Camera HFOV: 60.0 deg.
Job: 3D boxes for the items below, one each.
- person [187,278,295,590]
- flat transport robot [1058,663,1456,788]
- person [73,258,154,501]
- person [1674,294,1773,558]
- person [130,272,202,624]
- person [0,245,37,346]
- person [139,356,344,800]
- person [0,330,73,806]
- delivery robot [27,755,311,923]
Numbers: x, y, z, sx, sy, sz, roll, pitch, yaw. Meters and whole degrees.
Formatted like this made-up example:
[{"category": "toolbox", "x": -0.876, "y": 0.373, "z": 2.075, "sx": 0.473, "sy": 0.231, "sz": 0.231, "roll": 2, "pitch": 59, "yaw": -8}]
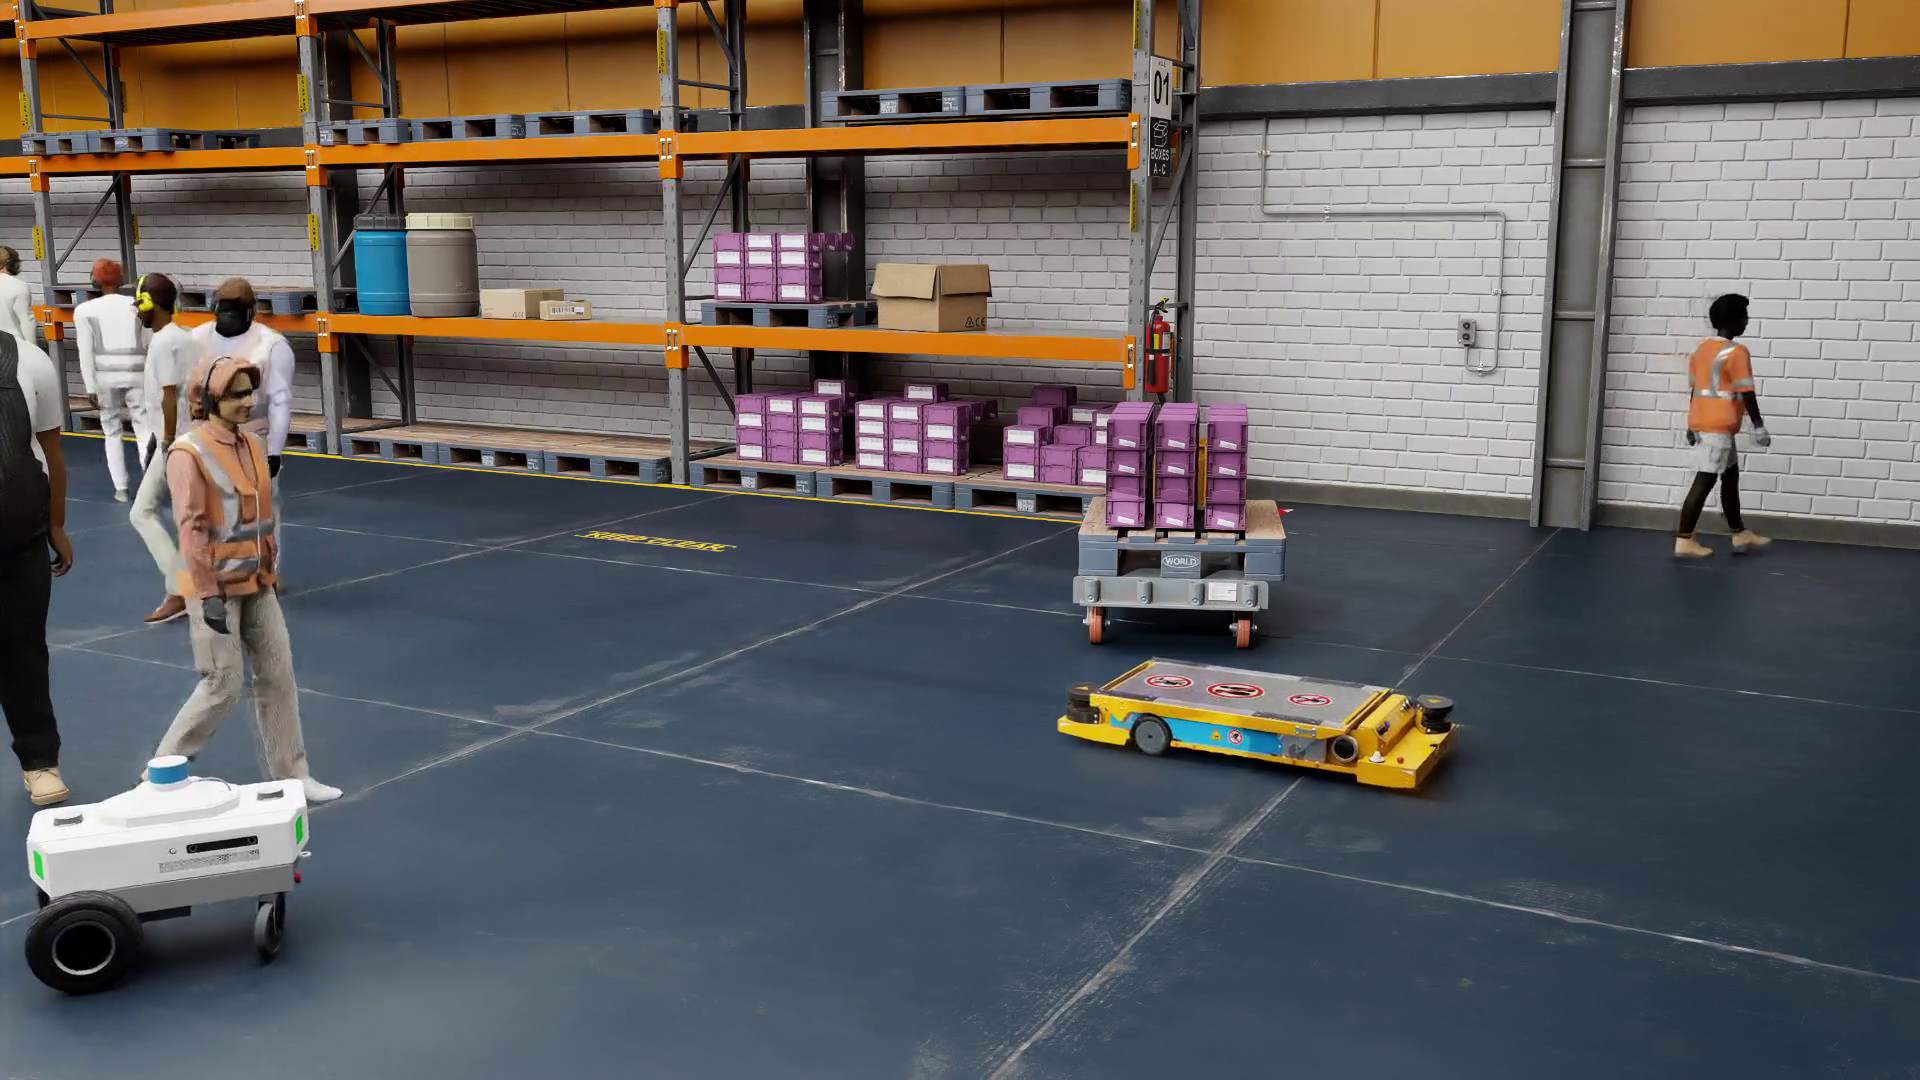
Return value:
[{"category": "person", "x": -3.951, "y": -0.516, "z": 9.079, "sx": 0.658, "sy": 1.796, "sz": 0.844, "roll": 0, "pitch": 10, "yaw": -1}, {"category": "flat transport robot", "x": 1.173, "y": 0.698, "z": 6.601, "sx": 1.431, "sy": 0.197, "sz": 0.652, "roll": 6, "pitch": 12, "yaw": 28}, {"category": "person", "x": -6.338, "y": -1.192, "z": 12.593, "sx": 0.581, "sy": 1.864, "sz": 0.698, "roll": -6, "pitch": 12, "yaw": -31}, {"category": "person", "x": 4.892, "y": -0.702, "z": 10.461, "sx": 0.762, "sy": 1.667, "sz": 0.544, "roll": 0, "pitch": 10, "yaw": 2}, {"category": "person", "x": -4.189, "y": -0.482, "z": 8.791, "sx": 0.505, "sy": 1.835, "sz": 0.547, "roll": -2, "pitch": 10, "yaw": -9}, {"category": "person", "x": -8.958, "y": -1.797, "z": 15.704, "sx": 0.630, "sy": 1.938, "sz": 0.366, "roll": 4, "pitch": 11, "yaw": 20}, {"category": "person", "x": -2.572, "y": 0.171, "z": 5.799, "sx": 0.566, "sy": 1.626, "sz": 0.538, "roll": 1, "pitch": 10, "yaw": 6}, {"category": "person", "x": -3.446, "y": -0.036, "z": 5.767, "sx": 0.688, "sy": 2.000, "sz": 0.536, "roll": -7, "pitch": 13, "yaw": -35}, {"category": "delivery robot", "x": -2.222, "y": 0.854, "z": 4.708, "sx": 0.707, "sy": 0.478, "sz": 0.477, "roll": -5, "pitch": 11, "yaw": -24}]
